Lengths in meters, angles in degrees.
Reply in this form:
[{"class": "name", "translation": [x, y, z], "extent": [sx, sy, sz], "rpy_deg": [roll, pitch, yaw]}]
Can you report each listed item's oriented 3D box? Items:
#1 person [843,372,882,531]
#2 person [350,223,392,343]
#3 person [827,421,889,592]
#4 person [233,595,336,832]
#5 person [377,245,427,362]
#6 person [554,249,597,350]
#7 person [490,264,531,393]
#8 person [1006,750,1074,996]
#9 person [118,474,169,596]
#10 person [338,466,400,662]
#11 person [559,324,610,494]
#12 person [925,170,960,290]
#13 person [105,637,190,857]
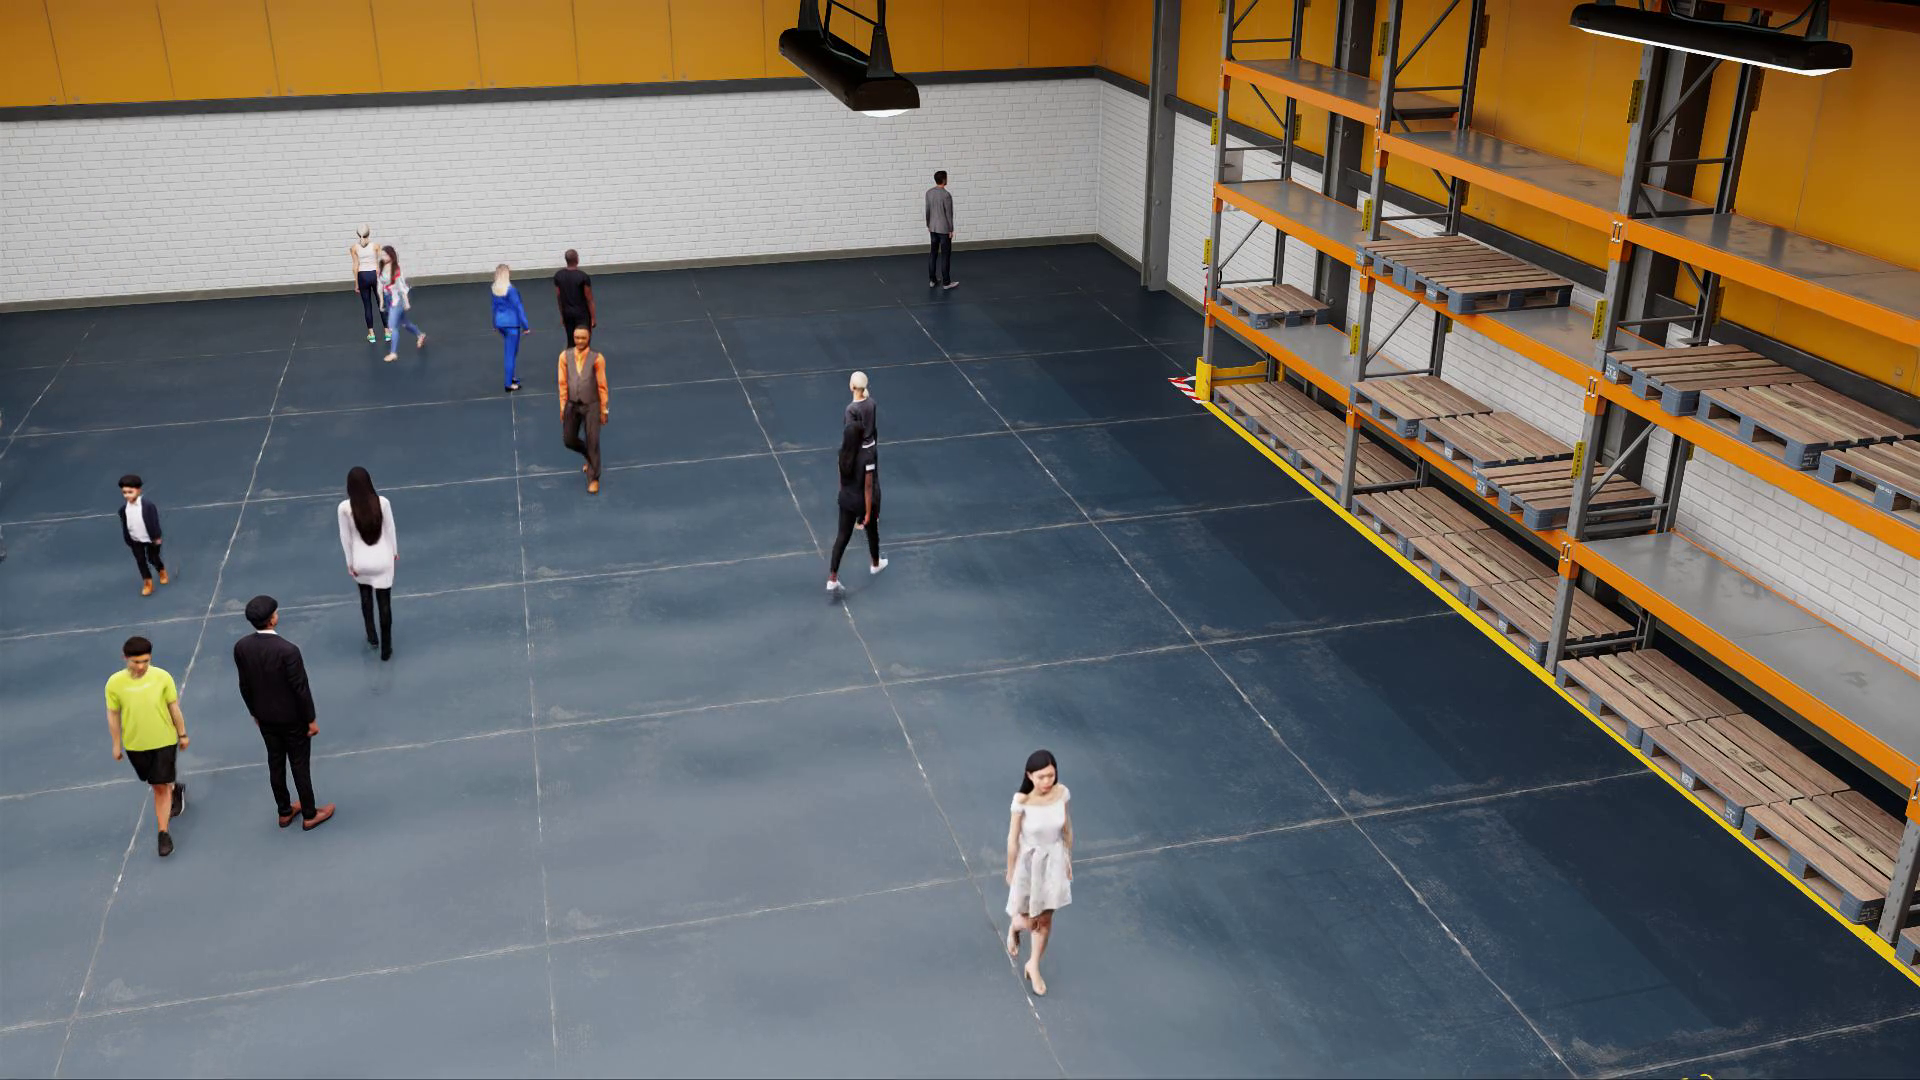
[{"class": "person", "translation": [-1.039, -0.959, 17.633], "extent": [0.703, 1.726, 0.686], "rpy_deg": [19, 30, 37]}, {"class": "person", "translation": [-8.495, -3.713, 23.962], "extent": [0.620, 1.701, 0.549], "rpy_deg": [-8, 25, -18]}, {"class": "person", "translation": [-1.054, -0.293, 16.155], "extent": [1.178, 1.688, 1.238], "rpy_deg": [13, 27, 28]}, {"class": "person", "translation": [-5.036, 1.279, 12.315], "extent": [0.776, 1.883, 0.744], "rpy_deg": [6, 24, 12]}, {"class": "person", "translation": [-7.839, -3.339, 23.271], "extent": [1.064, 1.570, 1.121], "rpy_deg": [12, 26, 26]}, {"class": "person", "translation": [-5.096, -2.960, 22.093], "extent": [0.743, 1.818, 0.725], "rpy_deg": [6, 24, 13]}, {"class": "person", "translation": [-5.991, -2.750, 21.780], "extent": [0.752, 1.684, 0.829], "rpy_deg": [19, 30, 37]}, {"class": "person", "translation": [0.475, 2.081, 10.634], "extent": [0.688, 1.761, 0.838], "rpy_deg": [-9, 25, -20]}, {"class": "person", "translation": [-7.970, -0.076, 16.248], "extent": [0.544, 1.217, 0.632], "rpy_deg": [-3, 24, -7]}, {"class": "person", "translation": [-5.241, 0.242, 14.806], "extent": [0.605, 1.788, 0.743], "rpy_deg": [-6, 24, -14]}, {"class": "person", "translation": [-4.213, -1.520, 18.701], "extent": [0.931, 1.897, 1.070], "rpy_deg": [2, 24, 5]}, {"class": "person", "translation": [-0.308, -4.984, 26.656], "extent": [0.750, 1.873, 0.841], "rpy_deg": [17, 29, 34]}, {"class": "person", "translation": [-5.958, 1.427, 12.252], "extent": [0.640, 1.663, 1.038], "rpy_deg": [-5, 24, -12]}]
